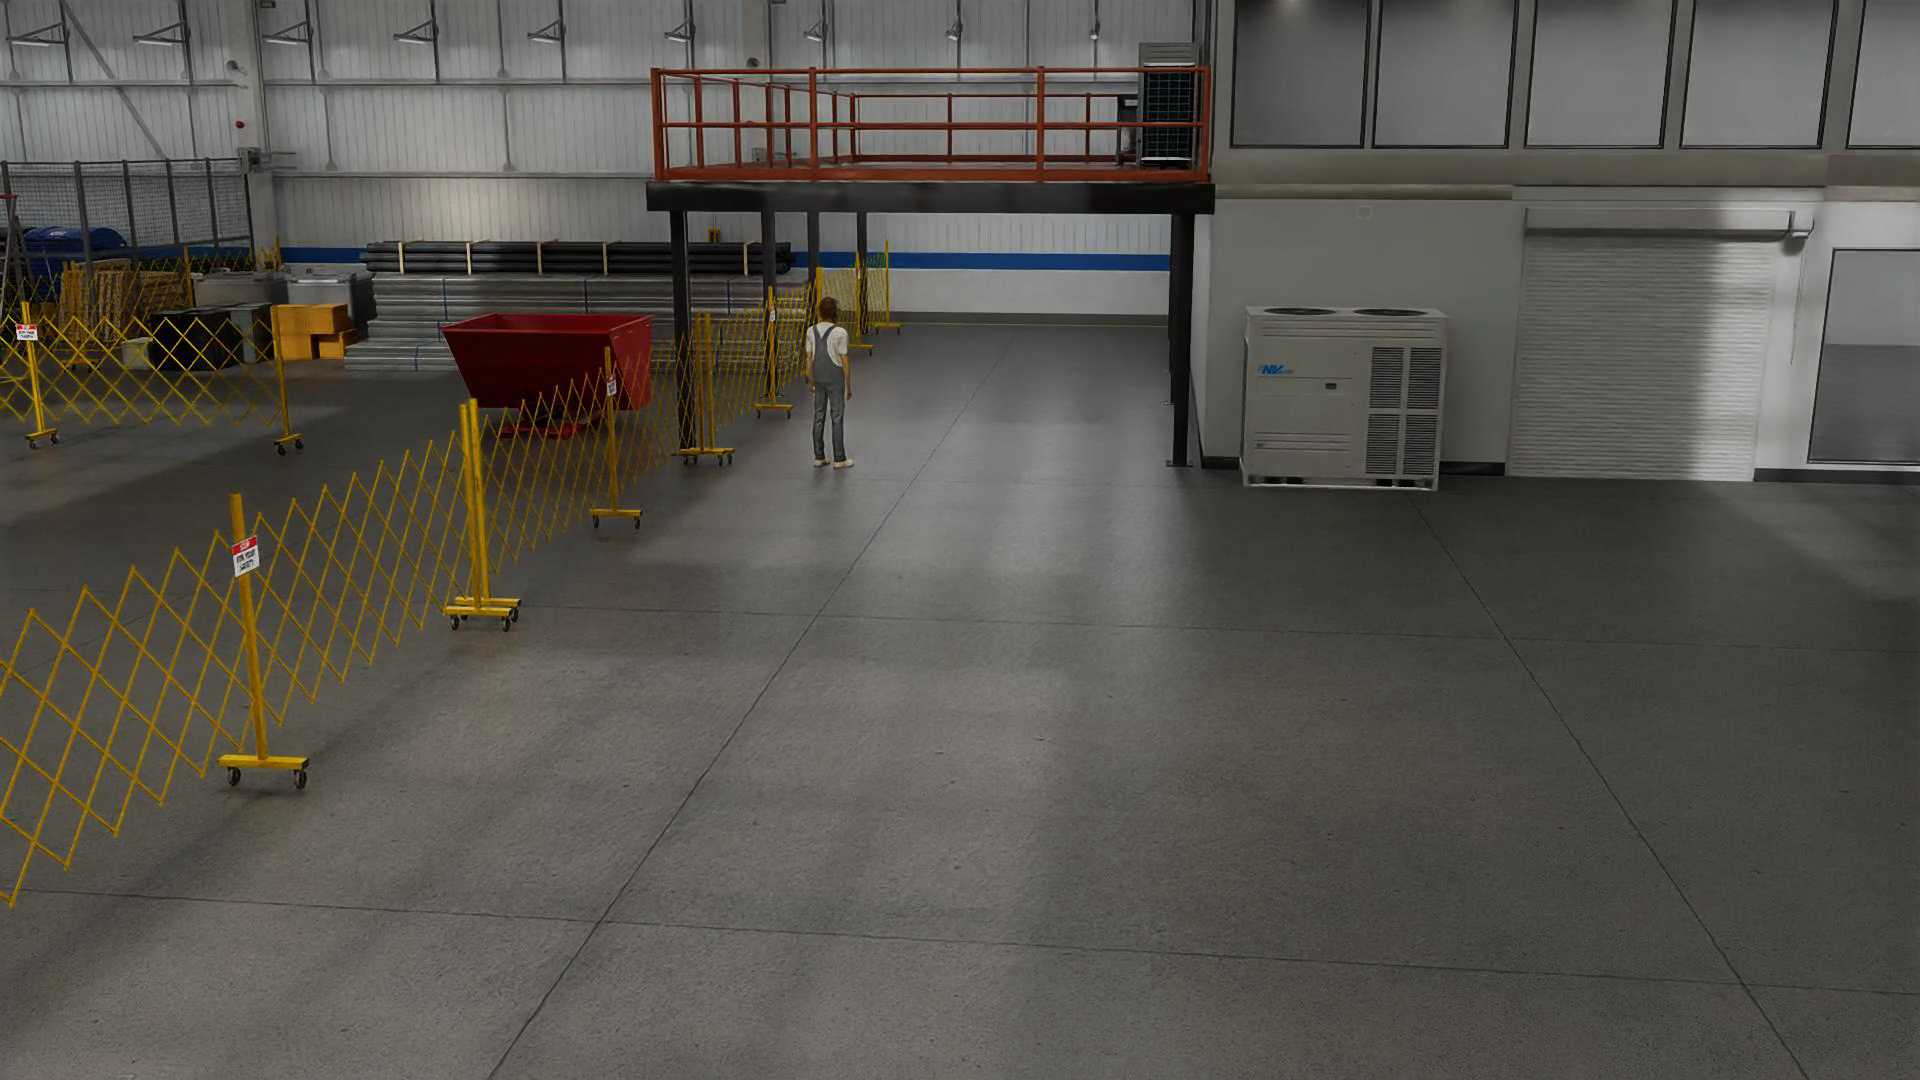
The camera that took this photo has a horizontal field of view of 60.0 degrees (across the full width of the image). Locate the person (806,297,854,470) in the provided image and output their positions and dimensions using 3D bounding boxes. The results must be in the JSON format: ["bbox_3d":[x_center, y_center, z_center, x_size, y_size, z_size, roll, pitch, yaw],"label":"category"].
[{"bbox_3d":[-1.394,-1.674,17.793,0.514,1.842,0.328,7,15,25],"label":"person"}]
